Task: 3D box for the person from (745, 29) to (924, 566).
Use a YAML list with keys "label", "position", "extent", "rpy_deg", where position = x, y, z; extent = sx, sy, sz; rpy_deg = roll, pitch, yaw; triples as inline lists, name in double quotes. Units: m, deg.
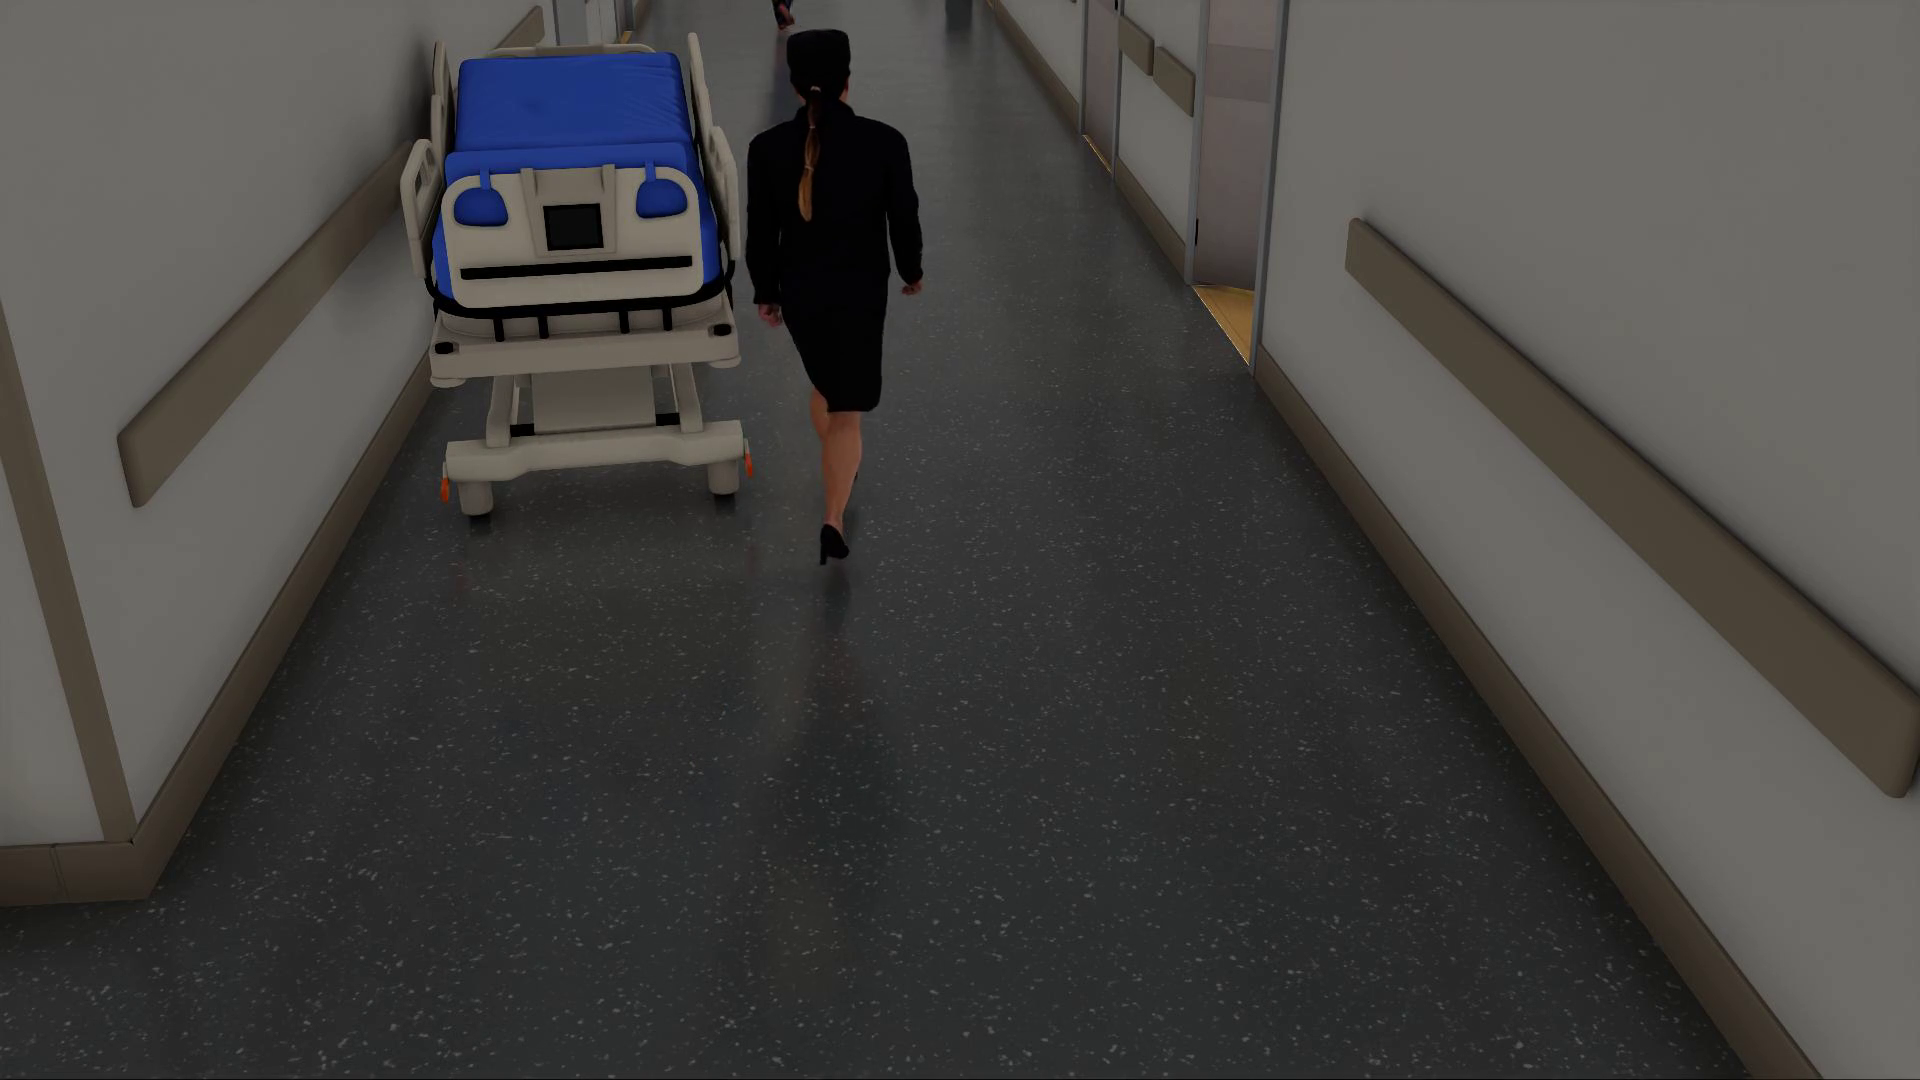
- label: "person"
  position: [-0.398, -0.702, 5.245]
  extent: [1.086, 1.626, 0.908]
  rpy_deg: [3, 26, 7]
